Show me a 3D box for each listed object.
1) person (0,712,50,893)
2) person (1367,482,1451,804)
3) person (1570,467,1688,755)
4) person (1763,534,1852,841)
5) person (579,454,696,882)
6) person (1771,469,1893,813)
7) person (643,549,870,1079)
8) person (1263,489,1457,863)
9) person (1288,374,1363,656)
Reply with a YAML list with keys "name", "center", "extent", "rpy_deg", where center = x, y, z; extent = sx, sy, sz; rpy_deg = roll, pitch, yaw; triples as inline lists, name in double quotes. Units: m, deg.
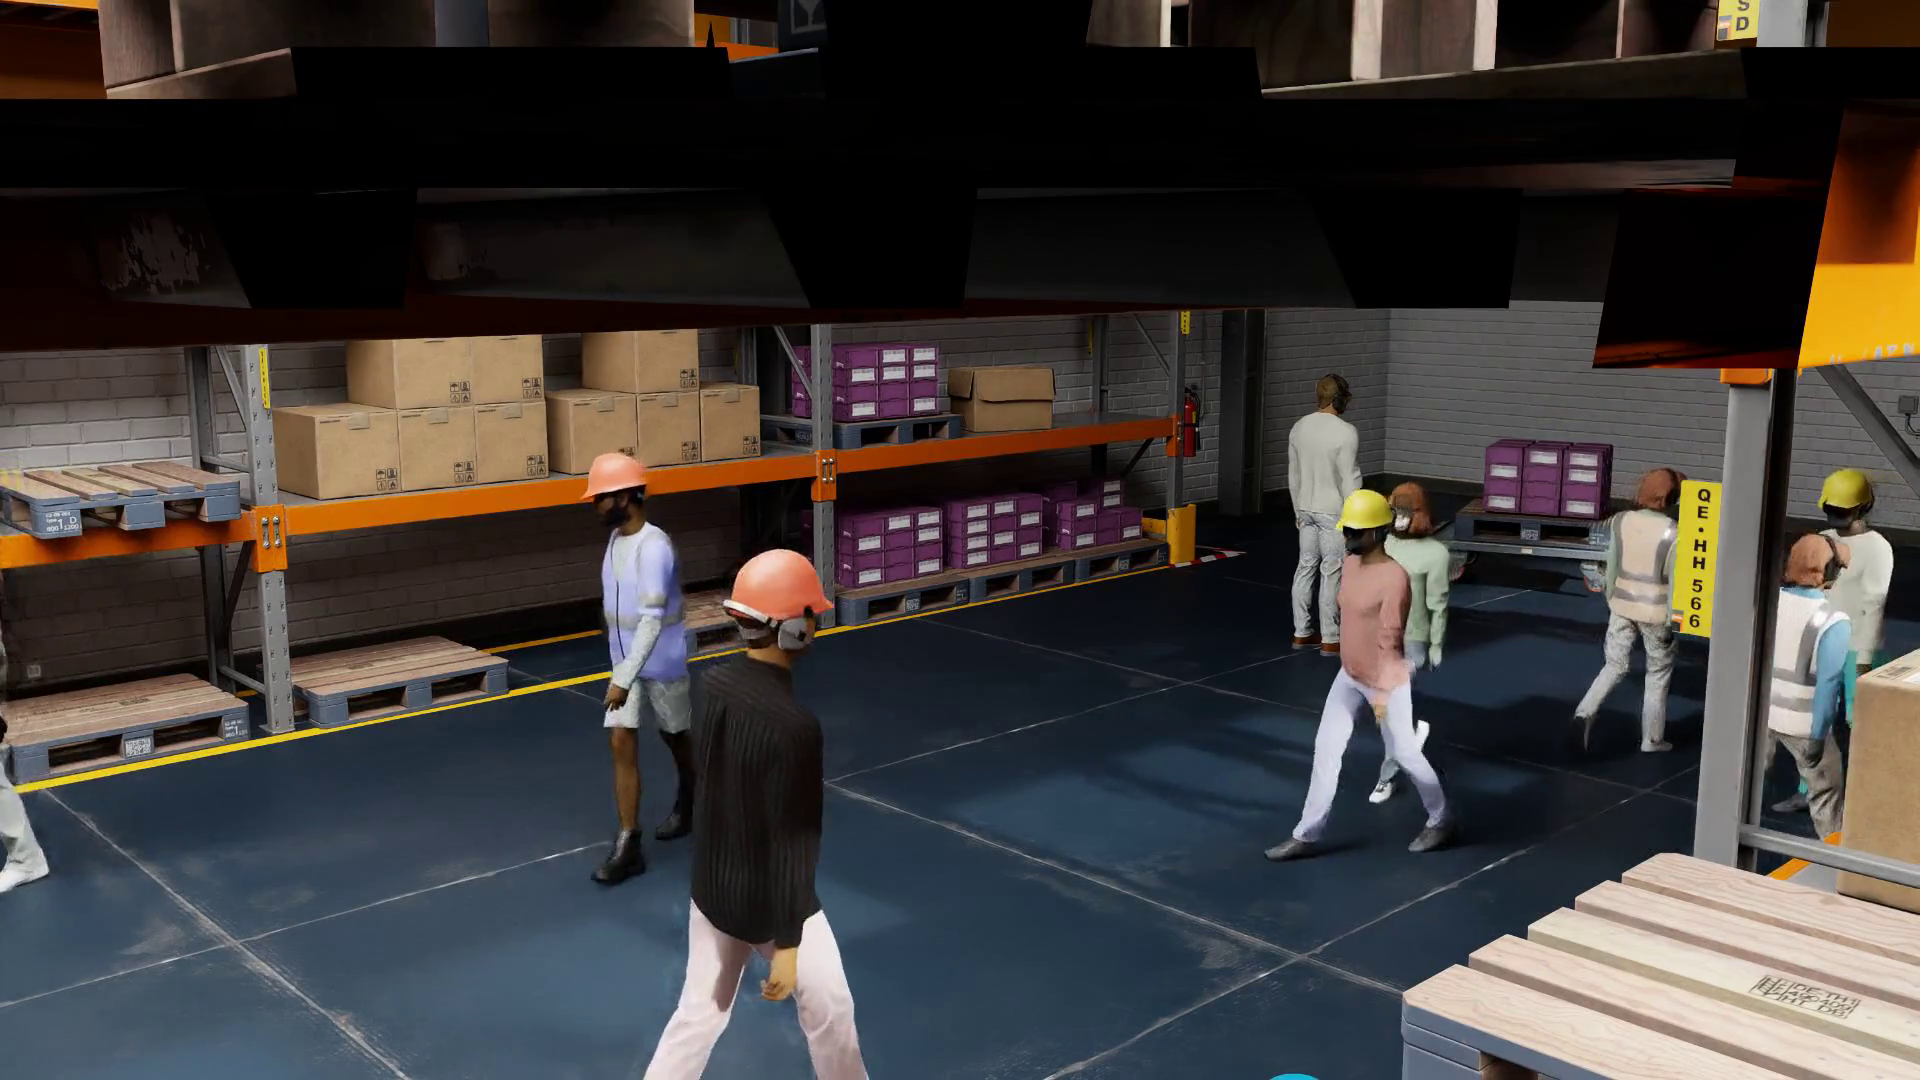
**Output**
- name: "person"
  center: [-4.296, 0.645, 6.844]
  extent: [0.597, 1.878, 0.982]
  rpy_deg: [9, 13, 41]
- name: "person"
  center: [2.255, 0.494, 8.466]
  extent: [0.606, 1.615, 0.516]
  rpy_deg: [-9, 13, -43]
- name: "person"
  center: [3.653, 0.409, 8.992]
  extent: [0.693, 1.613, 0.521]
  rpy_deg: [-7, 12, -36]
- name: "person"
  center: [3.538, 0.759, 7.008]
  extent: [0.858, 1.590, 0.514]
  rpy_deg: [-3, 10, -18]
- name: "person"
  center: [-1.412, 0.538, 7.506]
  extent: [0.507, 1.871, 0.920]
  rpy_deg: [6, 12, 33]
- name: "person"
  center: [4.394, 0.500, 8.112]
  extent: [0.694, 1.728, 0.529]
  rpy_deg: [-2, 10, -11]
- name: "person"
  center: [-0.566, 0.986, 4.689]
  extent: [1.052, 1.947, 0.624]
  rpy_deg: [-9, 13, -41]
- name: "person"
  center: [1.884, 0.614, 7.506]
  extent: [0.933, 1.714, 0.531]
  rpy_deg: [-4, 10, -20]
- name: "person"
  center: [2.522, -0.172, 11.447]
  extent: [0.367, 1.939, 0.635]
  rpy_deg: [-6, 11, -31]
